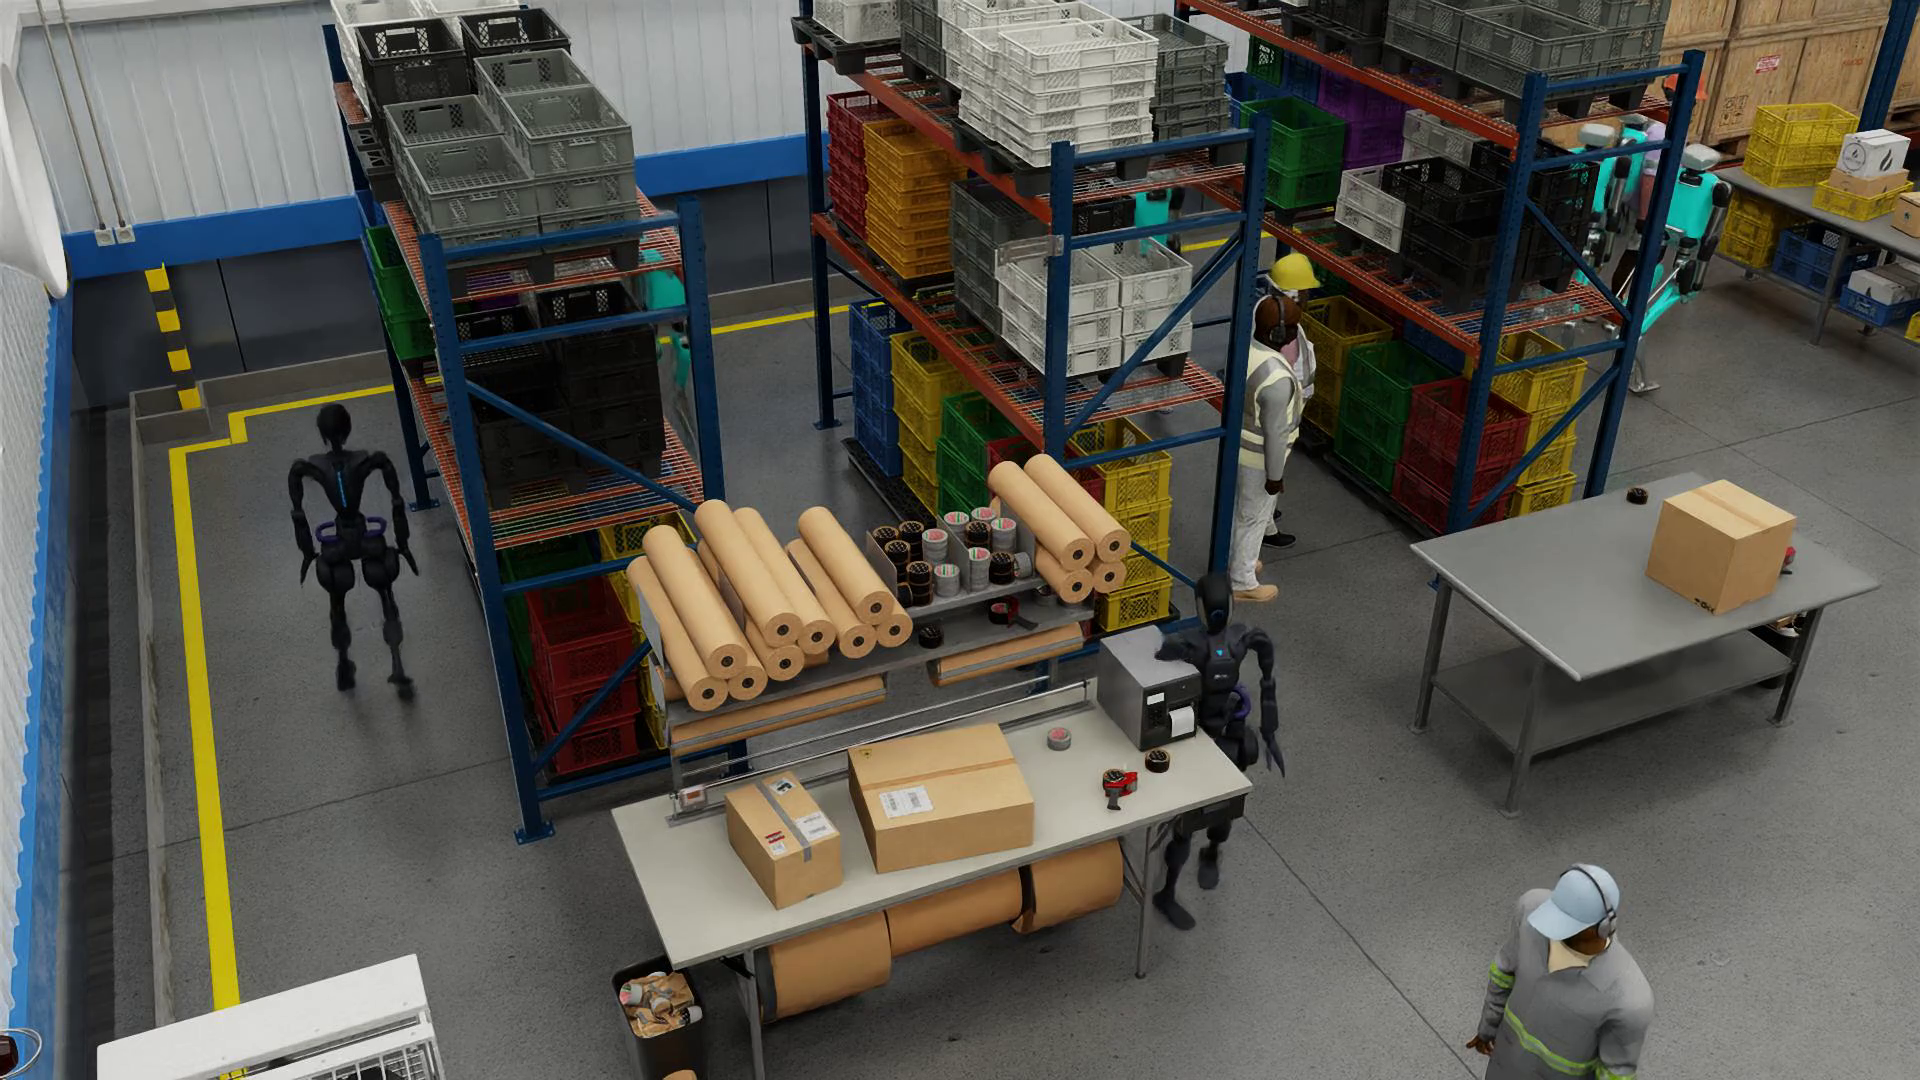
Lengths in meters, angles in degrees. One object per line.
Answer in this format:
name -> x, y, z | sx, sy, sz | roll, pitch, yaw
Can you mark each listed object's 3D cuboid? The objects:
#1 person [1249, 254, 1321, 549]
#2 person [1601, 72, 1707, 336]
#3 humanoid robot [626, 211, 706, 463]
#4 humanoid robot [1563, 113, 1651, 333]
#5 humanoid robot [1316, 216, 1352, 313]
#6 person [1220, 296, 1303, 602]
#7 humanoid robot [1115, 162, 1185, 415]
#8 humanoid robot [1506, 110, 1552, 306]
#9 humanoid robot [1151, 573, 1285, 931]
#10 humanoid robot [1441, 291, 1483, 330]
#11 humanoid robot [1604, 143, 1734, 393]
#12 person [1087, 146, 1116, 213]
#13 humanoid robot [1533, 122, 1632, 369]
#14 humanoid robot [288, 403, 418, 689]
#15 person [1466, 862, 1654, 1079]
person -> 1.873, -0.818, 9.809 | 0.404, 1.829, 0.597 | -2, 32, -4
person -> 5.175, -2.525, 12.386 | 0.395, 2.037, 0.608 | 17, 36, 26
humanoid robot -> -1.945, -1.311, 10.727 | 0.538, 1.803, 0.796 | -18, 36, -27
humanoid robot -> 4.735, -2.443, 12.521 | 0.669, 1.776, 0.551 | 21, 38, 31
humanoid robot -> 2.942, -2.439, 12.601 | 0.464, 1.640, 0.609 | 8, 33, 13
person -> 1.672, -0.507, 9.307 | 0.431, 1.836, 0.617 | -7, 32, -12
humanoid robot -> 1.347, -1.654, 11.248 | 0.559, 1.735, 1.010 | -18, 36, -27
humanoid robot -> 4.252, -2.488, 12.670 | 0.612, 1.650, 0.372 | -18, 36, -27
humanoid robot -> 1.126, 0.912, 7.158 | 0.606, 1.651, 0.522 | -5, 32, -8
humanoid robot -> 3.551, -1.831, 11.614 | 0.608, 1.633, 0.629 | -20, 37, -29
humanoid robot -> 4.781, -1.834, 11.457 | 0.742, 1.699, 0.531 | -20, 37, -29
person -> 0.993, -2.914, 13.163 | 0.337, 1.882, 0.583 | -27, 41, -37
humanoid robot -> 4.334, -1.961, 11.856 | 0.544, 1.858, 0.841 | 15, 35, 22
humanoid robot -> -3.104, 0.079, 8.509 | 0.584, 1.636, 0.511 | -10, 33, -15
person -> 1.932, 1.783, 5.567 | 0.393, 1.850, 0.587 | -14, 34, -22
